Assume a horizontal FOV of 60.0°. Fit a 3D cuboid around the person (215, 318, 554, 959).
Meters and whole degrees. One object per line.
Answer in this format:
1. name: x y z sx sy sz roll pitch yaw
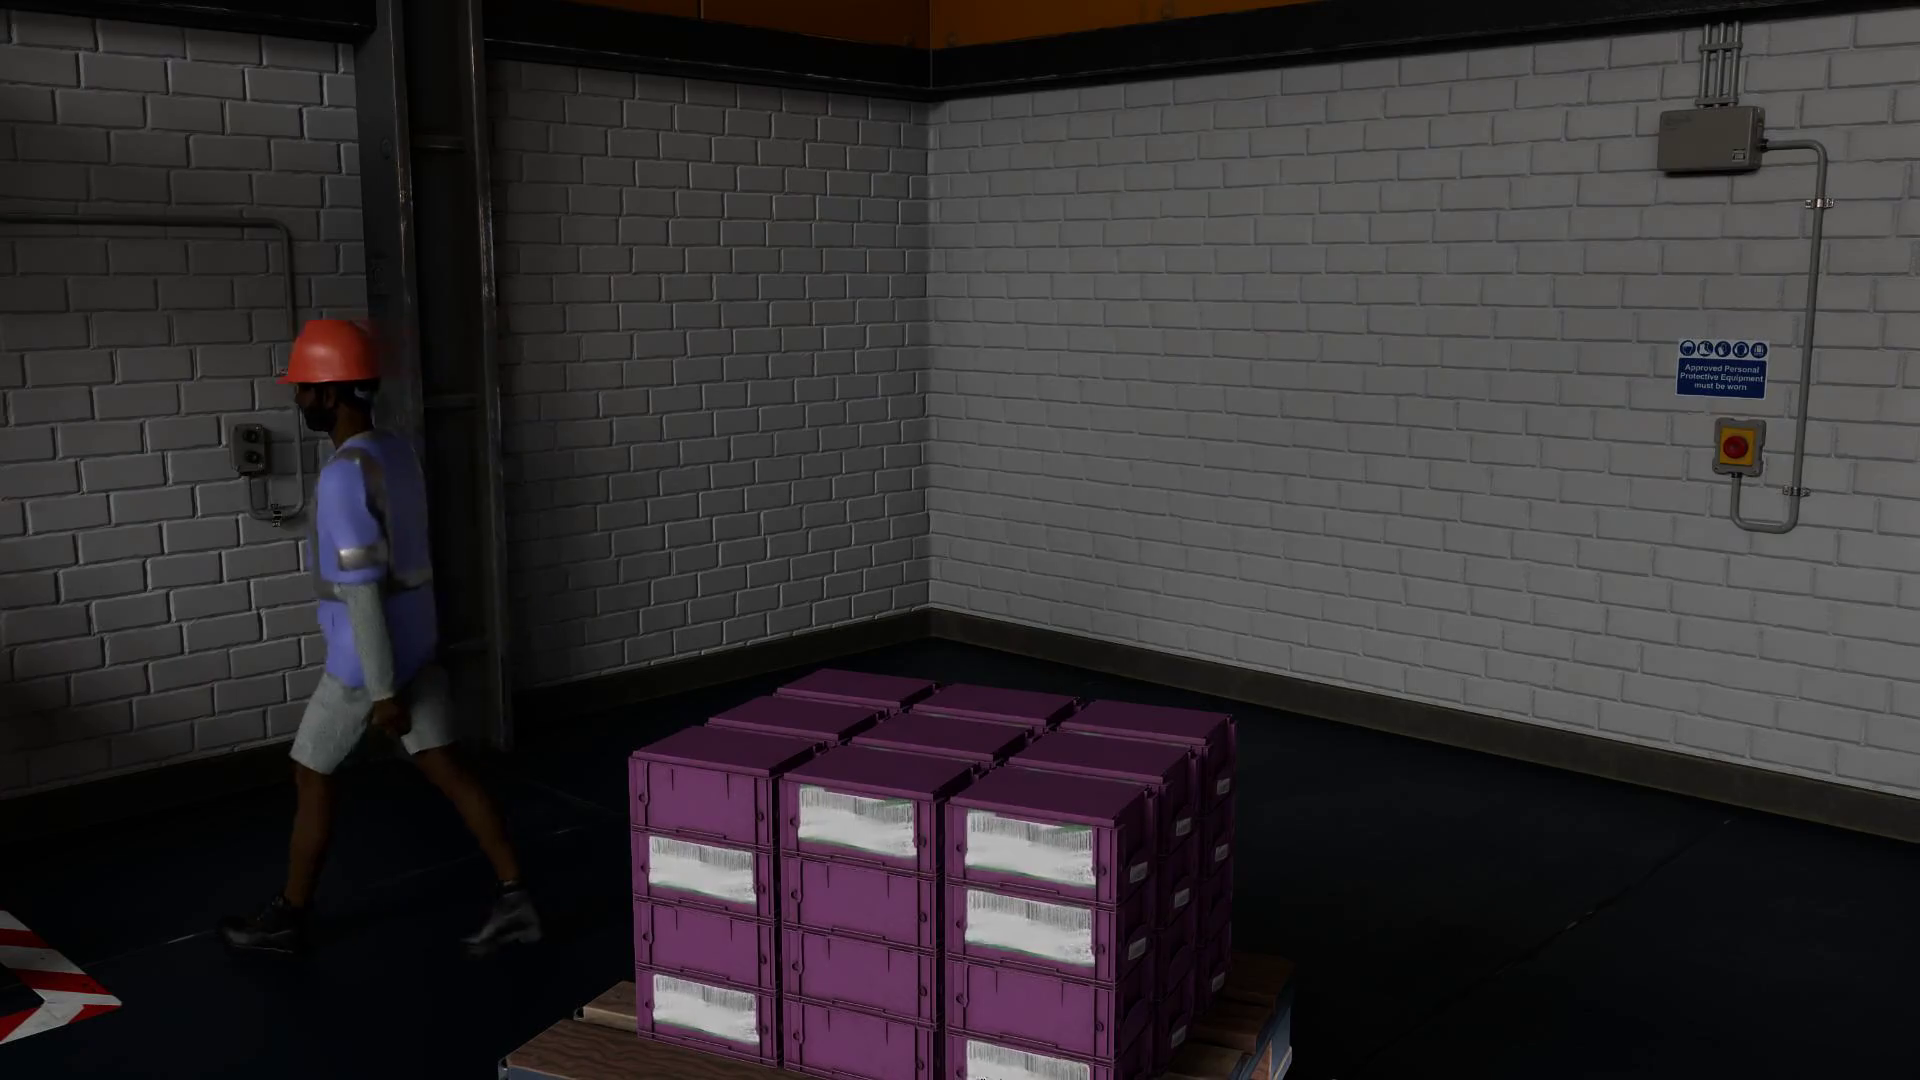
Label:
1. person: -1.675 0.310 4.811 1.012 1.892 0.545 1 9 7
